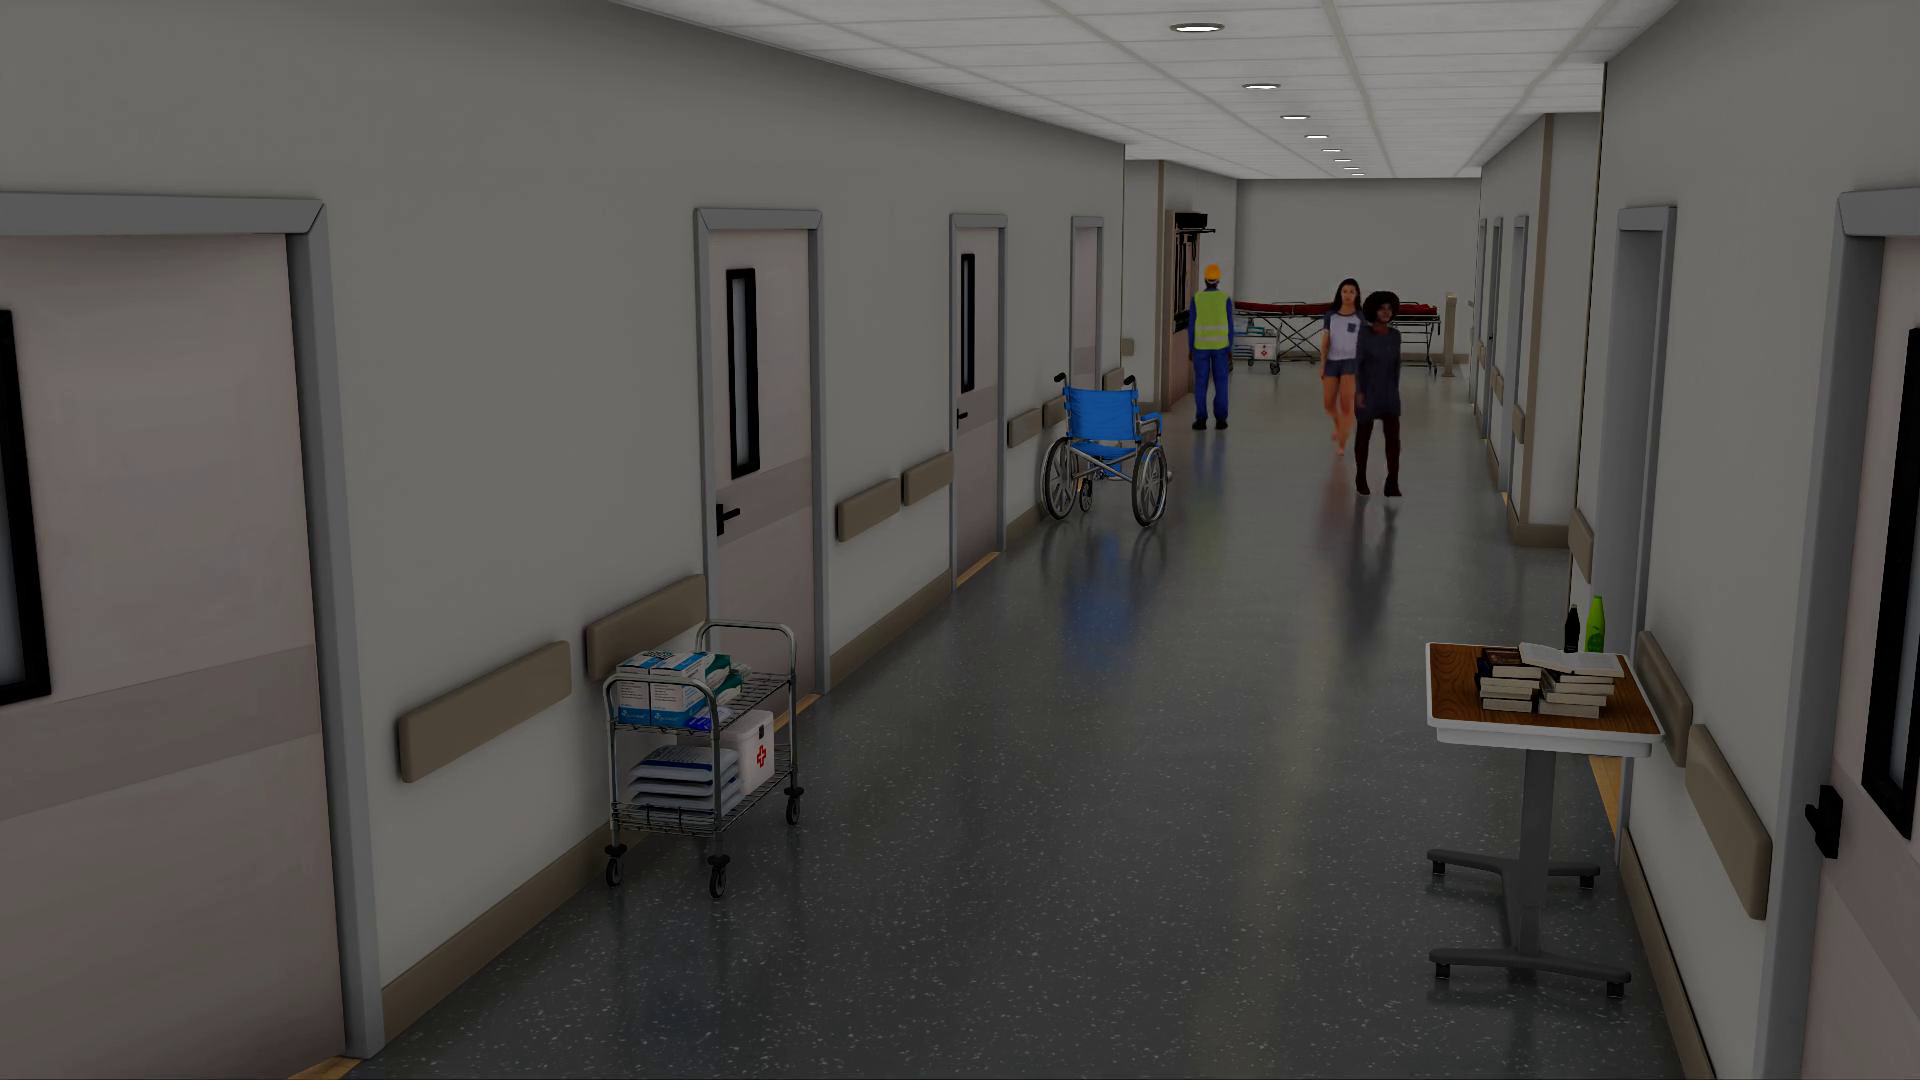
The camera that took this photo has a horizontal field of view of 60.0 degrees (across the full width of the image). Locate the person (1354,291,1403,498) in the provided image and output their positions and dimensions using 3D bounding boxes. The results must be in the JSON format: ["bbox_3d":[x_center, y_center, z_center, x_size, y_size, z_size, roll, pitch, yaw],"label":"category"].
[{"bbox_3d":[3.418,-1.204,13.830,0.766,1.691,0.936,-1,11,-4],"label":"person"}]

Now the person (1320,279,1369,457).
[{"bbox_3d":[3.776,-1.699,16.370,0.658,1.717,0.843,4,11,21],"label":"person"}]

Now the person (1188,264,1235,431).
[{"bbox_3d":[2.774,-2.136,18.417,0.712,1.812,0.640,0,11,2],"label":"person"}]
